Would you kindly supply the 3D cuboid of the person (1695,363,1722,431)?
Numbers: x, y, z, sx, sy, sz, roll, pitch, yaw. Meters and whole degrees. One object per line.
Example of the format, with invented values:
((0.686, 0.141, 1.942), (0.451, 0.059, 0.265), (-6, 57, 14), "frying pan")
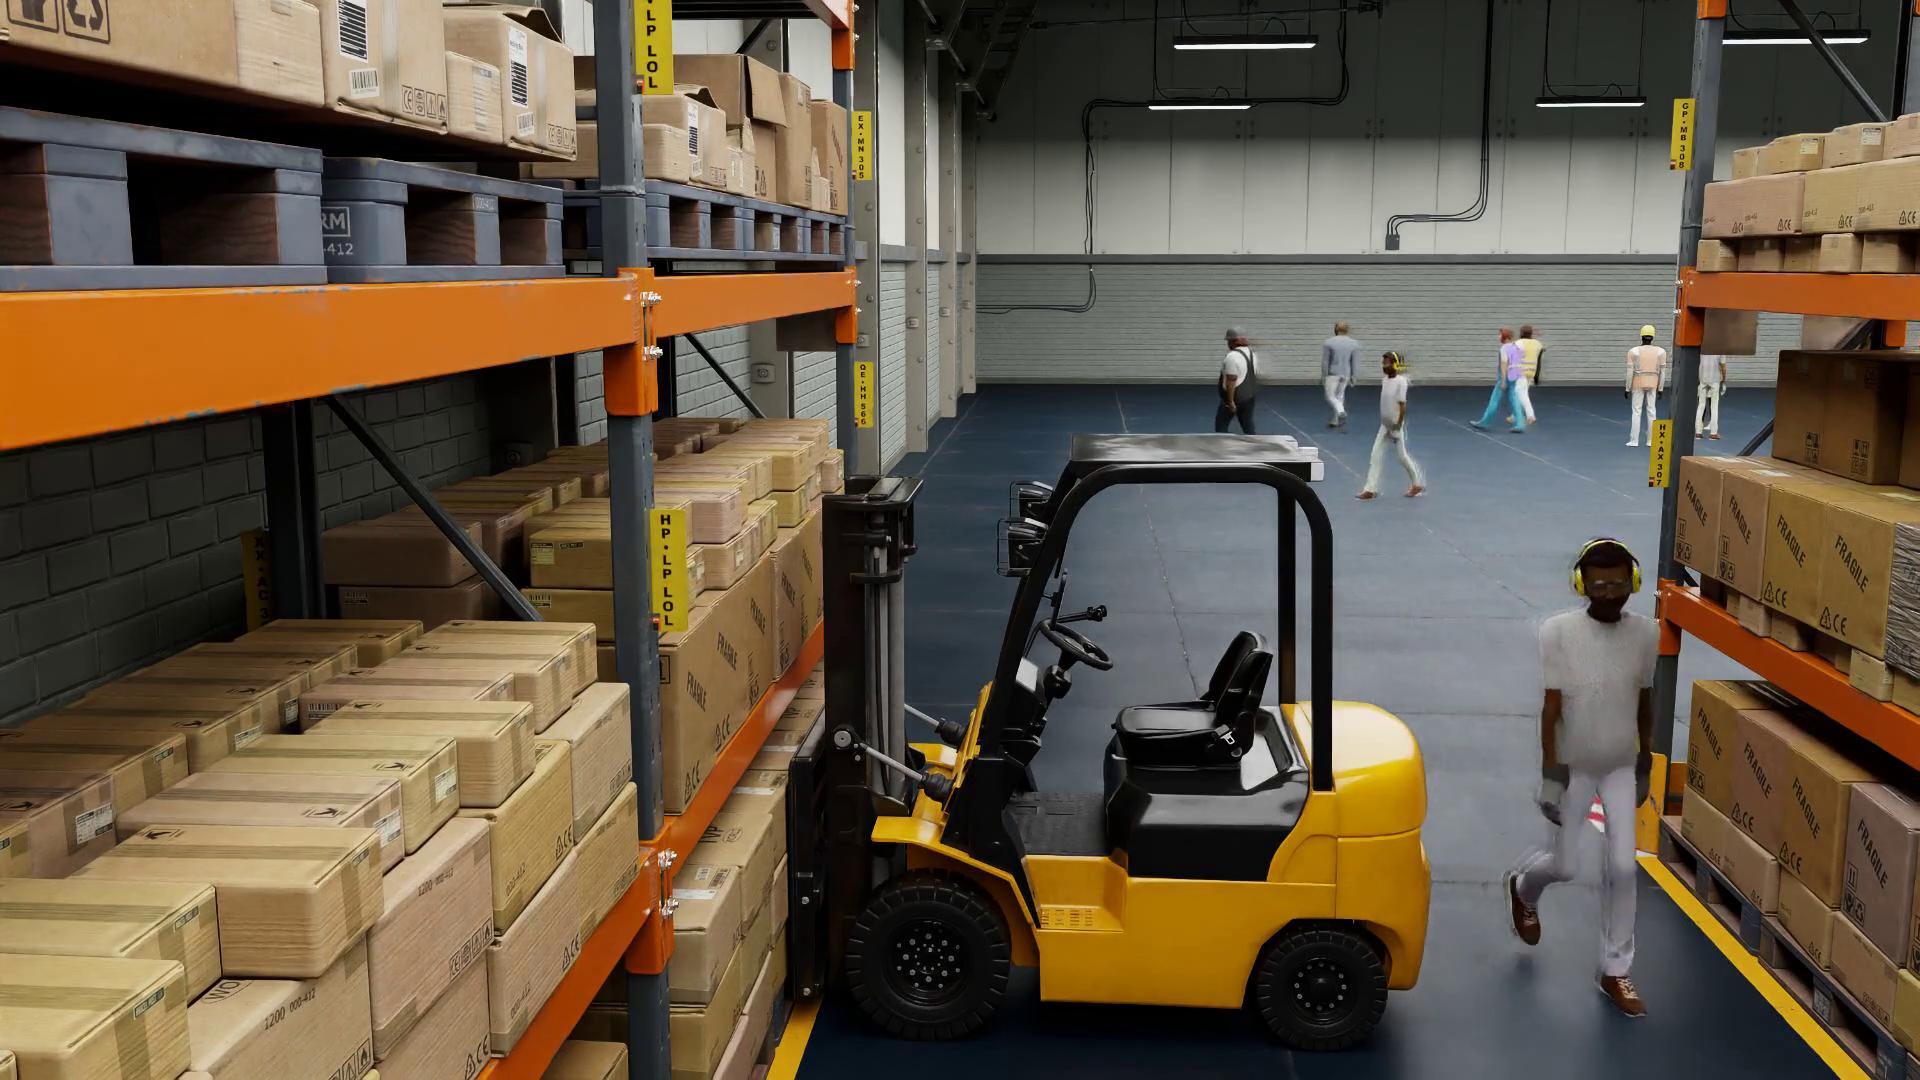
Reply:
((13.011, -2.754, 28.961), (0.318, 1.698, 0.539), (-3, 10, -20), "person")

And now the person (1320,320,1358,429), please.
((6.610, -2.856, 28.914), (0.647, 1.924, 0.657), (-3, 10, -16), "person")

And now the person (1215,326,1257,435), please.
((3.894, -2.079, 23.838), (0.704, 2.000, 0.859), (-9, 13, -44), "person")

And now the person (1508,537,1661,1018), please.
((2.474, 0.875, 6.570), (0.523, 1.839, 0.722), (0, 9, -2), "person")

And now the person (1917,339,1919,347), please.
((13.355, -1.902, 23.082), (0.551, 1.935, 0.375), (-3, 10, -20), "person")

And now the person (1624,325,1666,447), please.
((10.795, -2.420, 26.246), (0.595, 1.925, 0.372), (1, 9, 4), "person")

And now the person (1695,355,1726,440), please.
((12.365, -2.584, 27.418), (0.530, 1.869, 0.311), (9, 13, 43), "person")

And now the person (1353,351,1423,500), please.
((5.330, -1.403, 20.411), (0.959, 1.830, 0.536), (-4, 10, -22), "person")

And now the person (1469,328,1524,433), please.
((9.308, -2.739, 28.577), (0.968, 1.787, 0.592), (8, 12, 41), "person")

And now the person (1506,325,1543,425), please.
((10.201, -2.982, 30.051), (0.629, 1.808, 0.929), (-4, 10, -21), "person")
